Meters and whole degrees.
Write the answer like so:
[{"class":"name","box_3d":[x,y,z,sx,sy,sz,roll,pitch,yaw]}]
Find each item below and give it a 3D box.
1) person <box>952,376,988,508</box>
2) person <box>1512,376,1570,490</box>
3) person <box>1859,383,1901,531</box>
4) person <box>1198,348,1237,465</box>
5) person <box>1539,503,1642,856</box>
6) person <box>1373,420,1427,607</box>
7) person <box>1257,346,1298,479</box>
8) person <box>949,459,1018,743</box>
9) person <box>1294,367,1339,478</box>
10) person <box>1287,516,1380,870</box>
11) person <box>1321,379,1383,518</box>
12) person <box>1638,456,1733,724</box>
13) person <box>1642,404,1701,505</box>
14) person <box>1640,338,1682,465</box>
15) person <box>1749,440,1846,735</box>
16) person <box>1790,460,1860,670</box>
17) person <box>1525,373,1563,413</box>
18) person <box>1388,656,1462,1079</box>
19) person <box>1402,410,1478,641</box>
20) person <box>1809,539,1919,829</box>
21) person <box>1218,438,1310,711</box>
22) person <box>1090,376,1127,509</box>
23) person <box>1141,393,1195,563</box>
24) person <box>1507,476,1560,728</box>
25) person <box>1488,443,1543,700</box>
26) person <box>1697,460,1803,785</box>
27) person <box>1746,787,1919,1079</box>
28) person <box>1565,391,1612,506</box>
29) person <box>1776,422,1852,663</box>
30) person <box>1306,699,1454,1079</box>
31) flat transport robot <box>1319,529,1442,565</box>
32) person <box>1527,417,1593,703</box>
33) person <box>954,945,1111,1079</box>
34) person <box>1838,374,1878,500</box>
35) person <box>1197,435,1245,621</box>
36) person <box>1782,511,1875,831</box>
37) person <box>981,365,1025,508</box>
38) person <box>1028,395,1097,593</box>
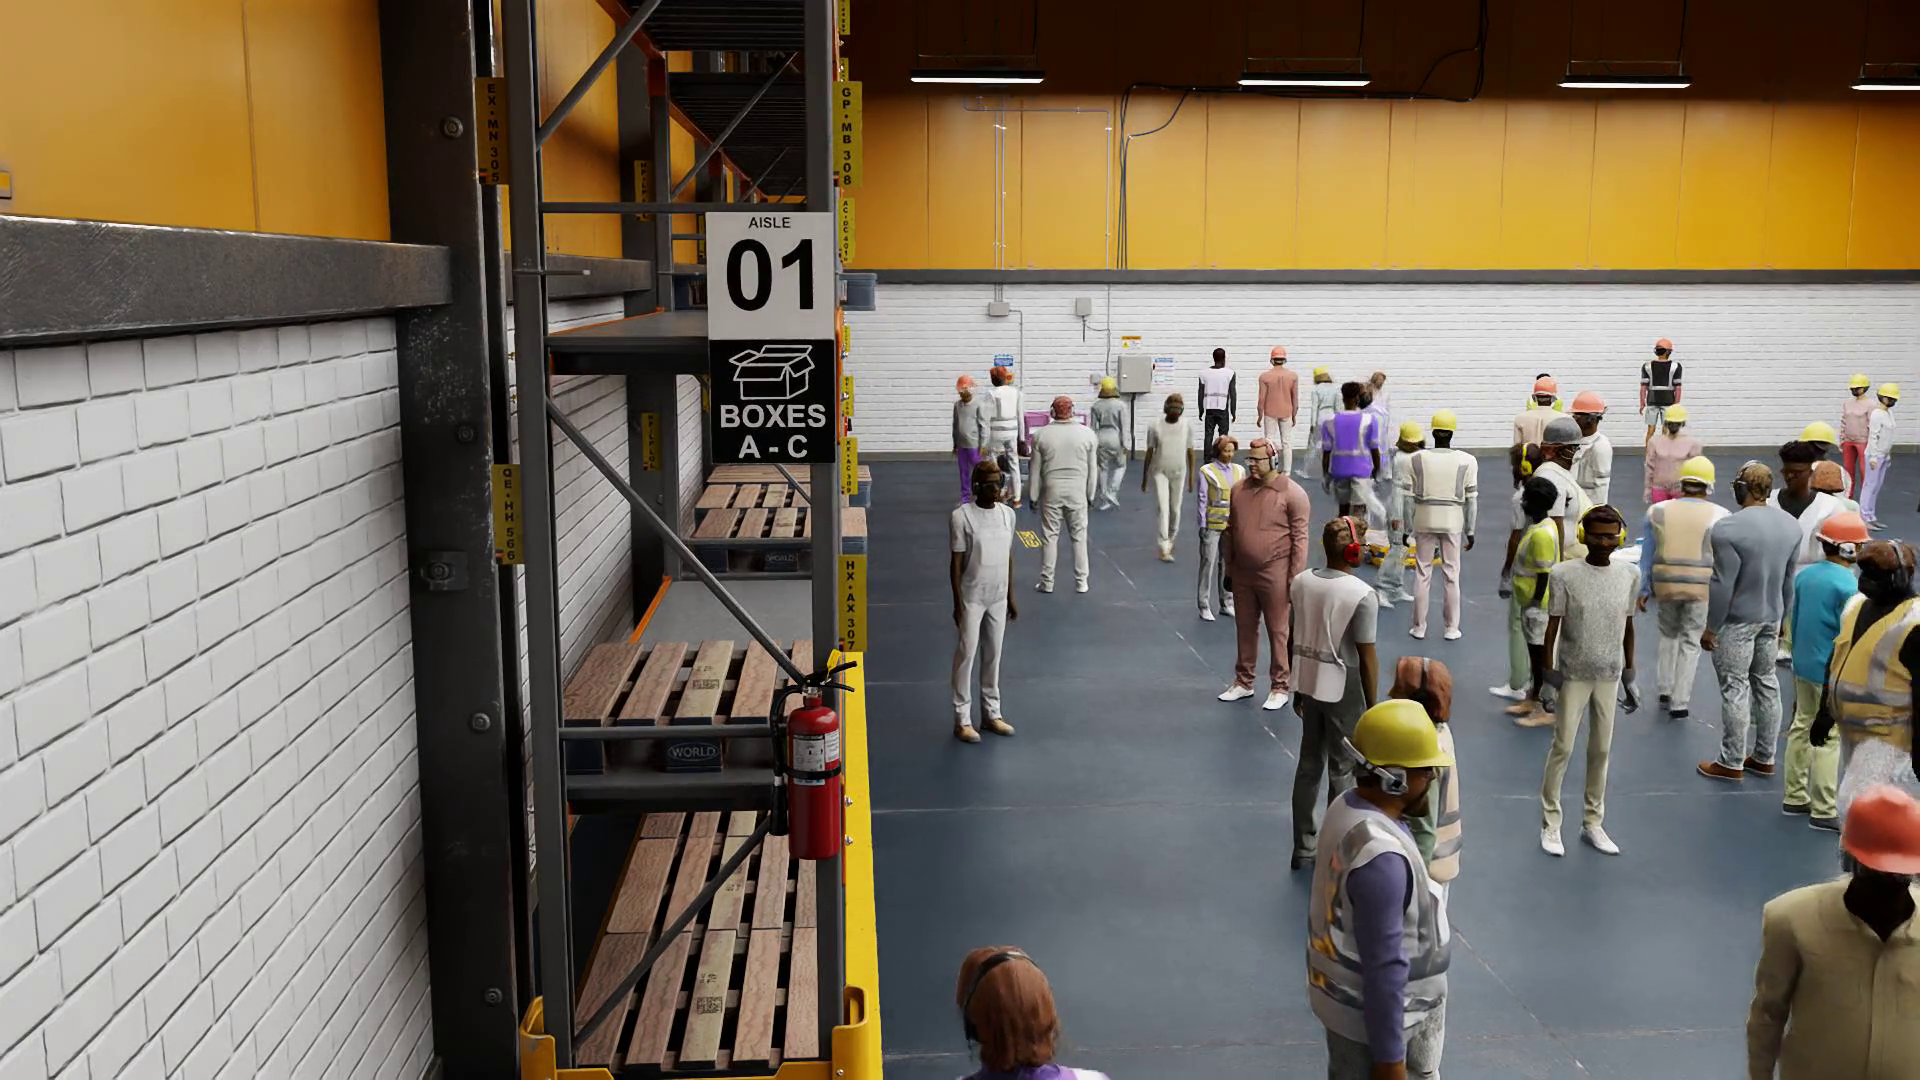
[{"class":"person","box_3d":[0.117,-1.251,21.565,0.610,1.739,0.368,9,13,44]},{"class":"person","box_3d":[6.003,-0.685,17.155,0.612,1.997,0.375,6,11,33]},{"class":"person","box_3d":[10.972,-0.990,19.815,0.526,1.761,0.337,-9,12,-43]},{"class":"person","box_3d":[3.966,-2.001,25.673,0.597,1.914,0.370,4,10,22]},{"class":"person","box_3d":[3.297,0.728,8.696,0.530,1.864,0.313,-1,9,-4]},{"class":"person","box_3d":[4.076,-0.253,15.322,0.410,1.723,0.645,4,10,26]},{"class":"person","box_3d":[4.660,-1.843,24.430,0.610,1.996,0.379,-1,9,-5]},{"class":"person","box_3d":[0.160,0.390,10.878,0.507,1.847,0.351,-6,11,-34]},{"class":"person","box_3d":[5.370,-1.720,24.682,0.567,1.662,0.906,-4,10,-24]},{"class":"person","box_3d":[1.863,0.794,8.341,0.373,1.843,0.571,-6,11,-31]},{"class":"person","box_3d":[4.126,-0.720,17.591,0.622,1.967,0.729,6,11,34]},{"class":"person","box_3d":[4.984,0.330,11.353,0.614,1.808,0.607,7,11,36]},{"class":"person","box_3d":[7.215,-0.514,16.863,0.527,1.752,0.478,6,11,35]},{"class":"person","box_3d":[11.075,-2.162,26.305,0.605,2.037,0.394,5,10,27]},{"class":"person","box_3d":[5.489,0.311,11.003,0.612,1.962,0.365,8,12,40]},{"class":"person","box_3d":[6.555,0.210,12.665,0.499,1.636,0.285,7,11,38]},{"class":"person","box_3d":[7.998,-1.445,22.868,0.537,1.696,0.317,9,13,43]},{"class":"person","box_3d":[1.706,1.235,6.209,0.313,1.643,0.513,3,10,18]},{"class":"person","box_3d":[3.978,-0.120,13.824,0.594,1.926,0.366,2,9,15]},{"class":"person","box_3d":[4.255,0.898,7.778,0.500,1.824,0.632,0,9,1]},{"class":"person","box_3d":[2.108,0.235,11.664,0.651,1.906,0.401,9,13,43]},{"class":"person","box_3d":[1.936,-1.256,21.580,0.503,1.730,0.374,4,10,22]},{"class":"person","box_3d":[2.225,-0.693,17.850,0.560,1.805,0.882,0,9,-3]},{"class":"person","box_3d":[3.878,0.414,11.196,0.317,1.696,0.540,3,9,17]},{"class":"person","box_3d":[4.056,0.225,11.924,0.545,1.852,0.380,-7,12,-38]},{"class":"person","box_3d":[4.710,0.492,9.948,0.634,1.937,0.355,-3,10,-20]},{"class":"person","box_3d":[2.450,1.458,4.540,0.574,1.729,0.682,4,10,21]},{"class":"person","box_3d":[5.358,-0.255,14.307,0.379,2.045,0.605,0,9,2]},{"class":"person","box_3d":[6.662,0.036,12.955,0.611,1.886,0.558,-3,9,-16]},{"class":"person","box_3d":[1.221,1.359,4.884,0.404,1.824,0.585,1,9,8]},{"class":"flat transport robot","box_3d":[4.493,0.069,17.825,0.652,0.197,1.431,-3,9,-17]},{"class":"person","box_3d":[4.294,0.133,11.884,0.538,2.000,0.683,2,9,14]},{"class":"person","box_3d":[0.115,1.676,3.584,0.515,1.592,0.878,-3,9,-17]},{"class":"person","box_3d":[11.652,-1.275,21.623,0.349,1.758,0.522,-3,10,-20]},{"class":"person","box_3d":[2.299,-0.110,14.676,0.512,1.637,0.307,-5,10,-29]},{"class":"person","box_3d":[4.797,0.708,9.158,0.339,1.754,0.563,0,9,-3]},{"class":"person","box_3d":[0.556,-1.333,21.618,0.638,1.873,0.360,-6,11,-33]},{"class":"person","box_3d":[0.977,-0.436,15.943,0.663,1.896,0.402,0,9,-1]}]
